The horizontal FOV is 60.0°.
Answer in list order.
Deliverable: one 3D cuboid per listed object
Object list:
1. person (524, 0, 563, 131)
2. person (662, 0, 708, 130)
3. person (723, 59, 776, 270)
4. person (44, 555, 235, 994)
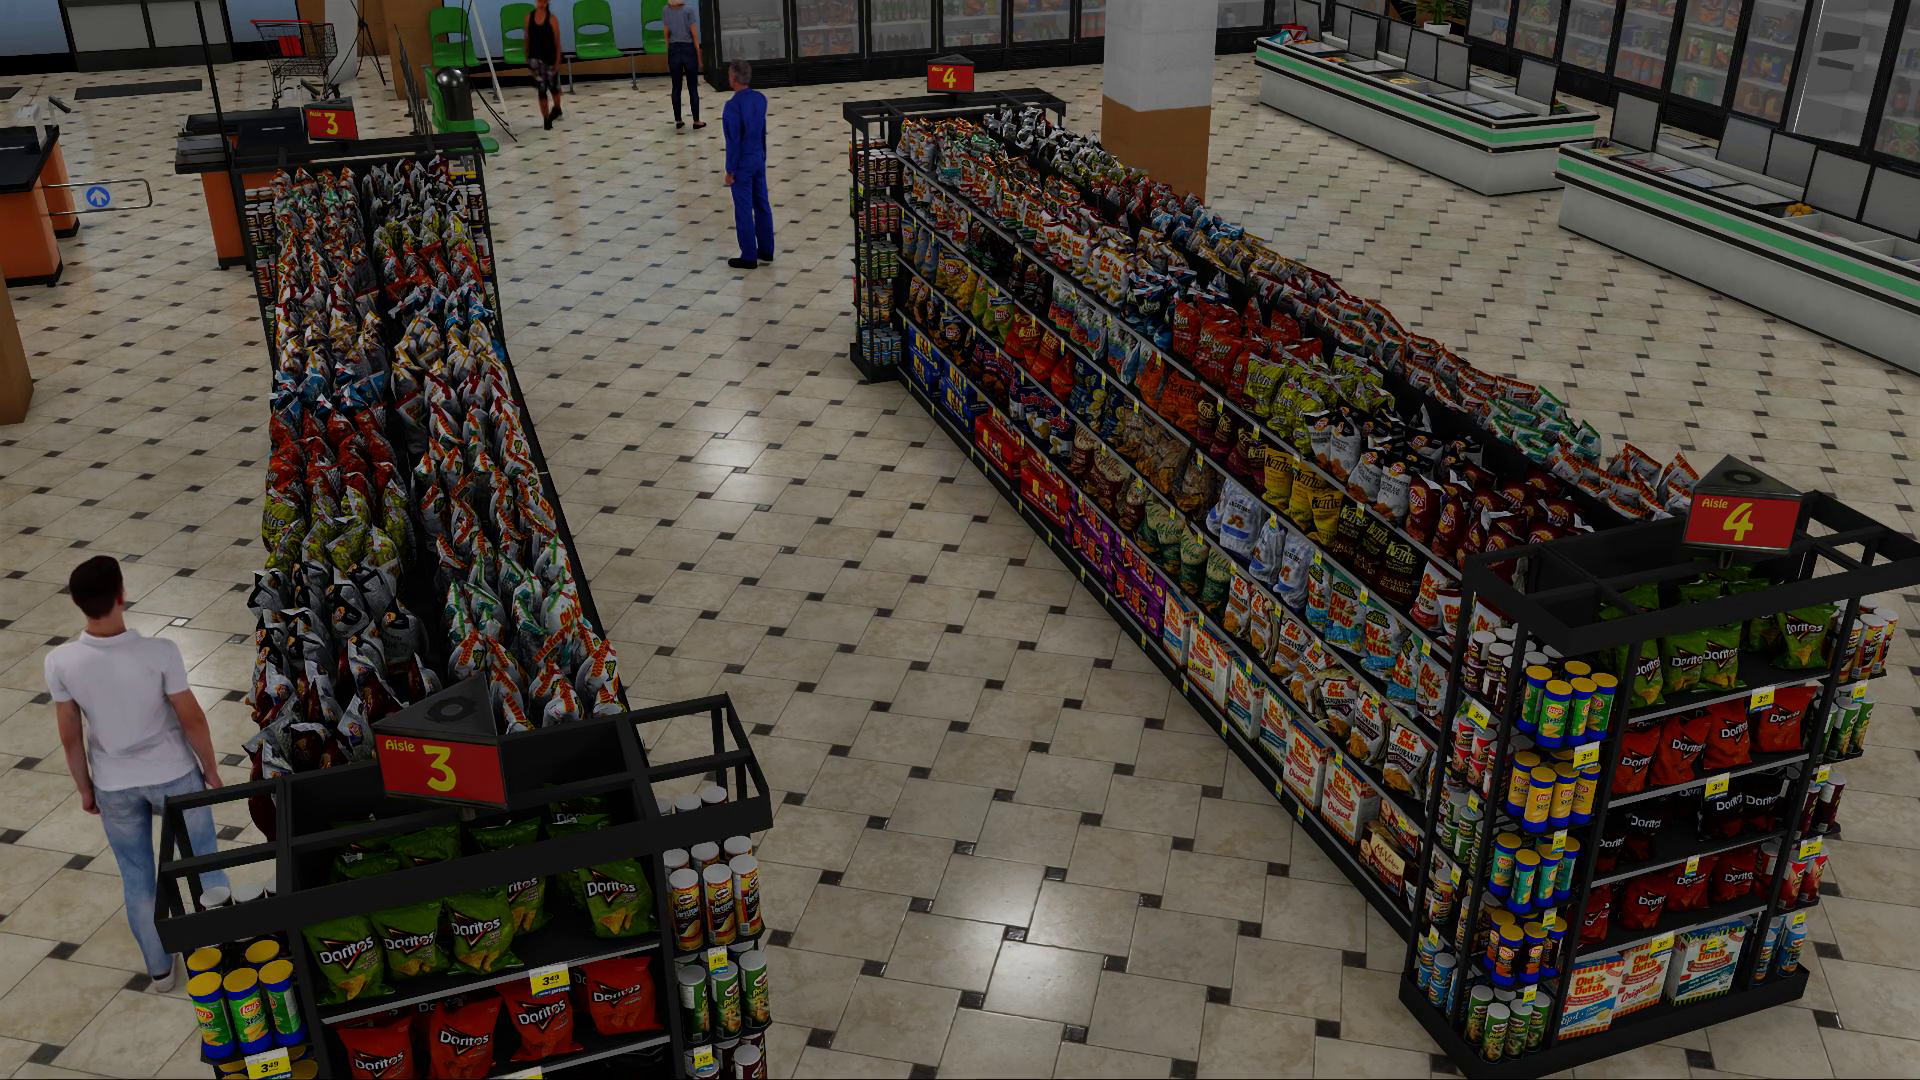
[{"bbox_3d":[-4.923,-5.713,19.734,0.864,1.614,1.157,2,27,4],"label":"person"},{"bbox_3d":[-3.285,-5.749,19.685,0.656,1.722,0.672,5,27,11],"label":"person"},{"bbox_3d":[-1.895,-3.355,14.847,0.810,1.829,0.779,15,30,26],"label":"person"},{"bbox_3d":[-3.128,0.920,6.392,0.680,1.852,0.569,-6,28,-12],"label":"person"}]
